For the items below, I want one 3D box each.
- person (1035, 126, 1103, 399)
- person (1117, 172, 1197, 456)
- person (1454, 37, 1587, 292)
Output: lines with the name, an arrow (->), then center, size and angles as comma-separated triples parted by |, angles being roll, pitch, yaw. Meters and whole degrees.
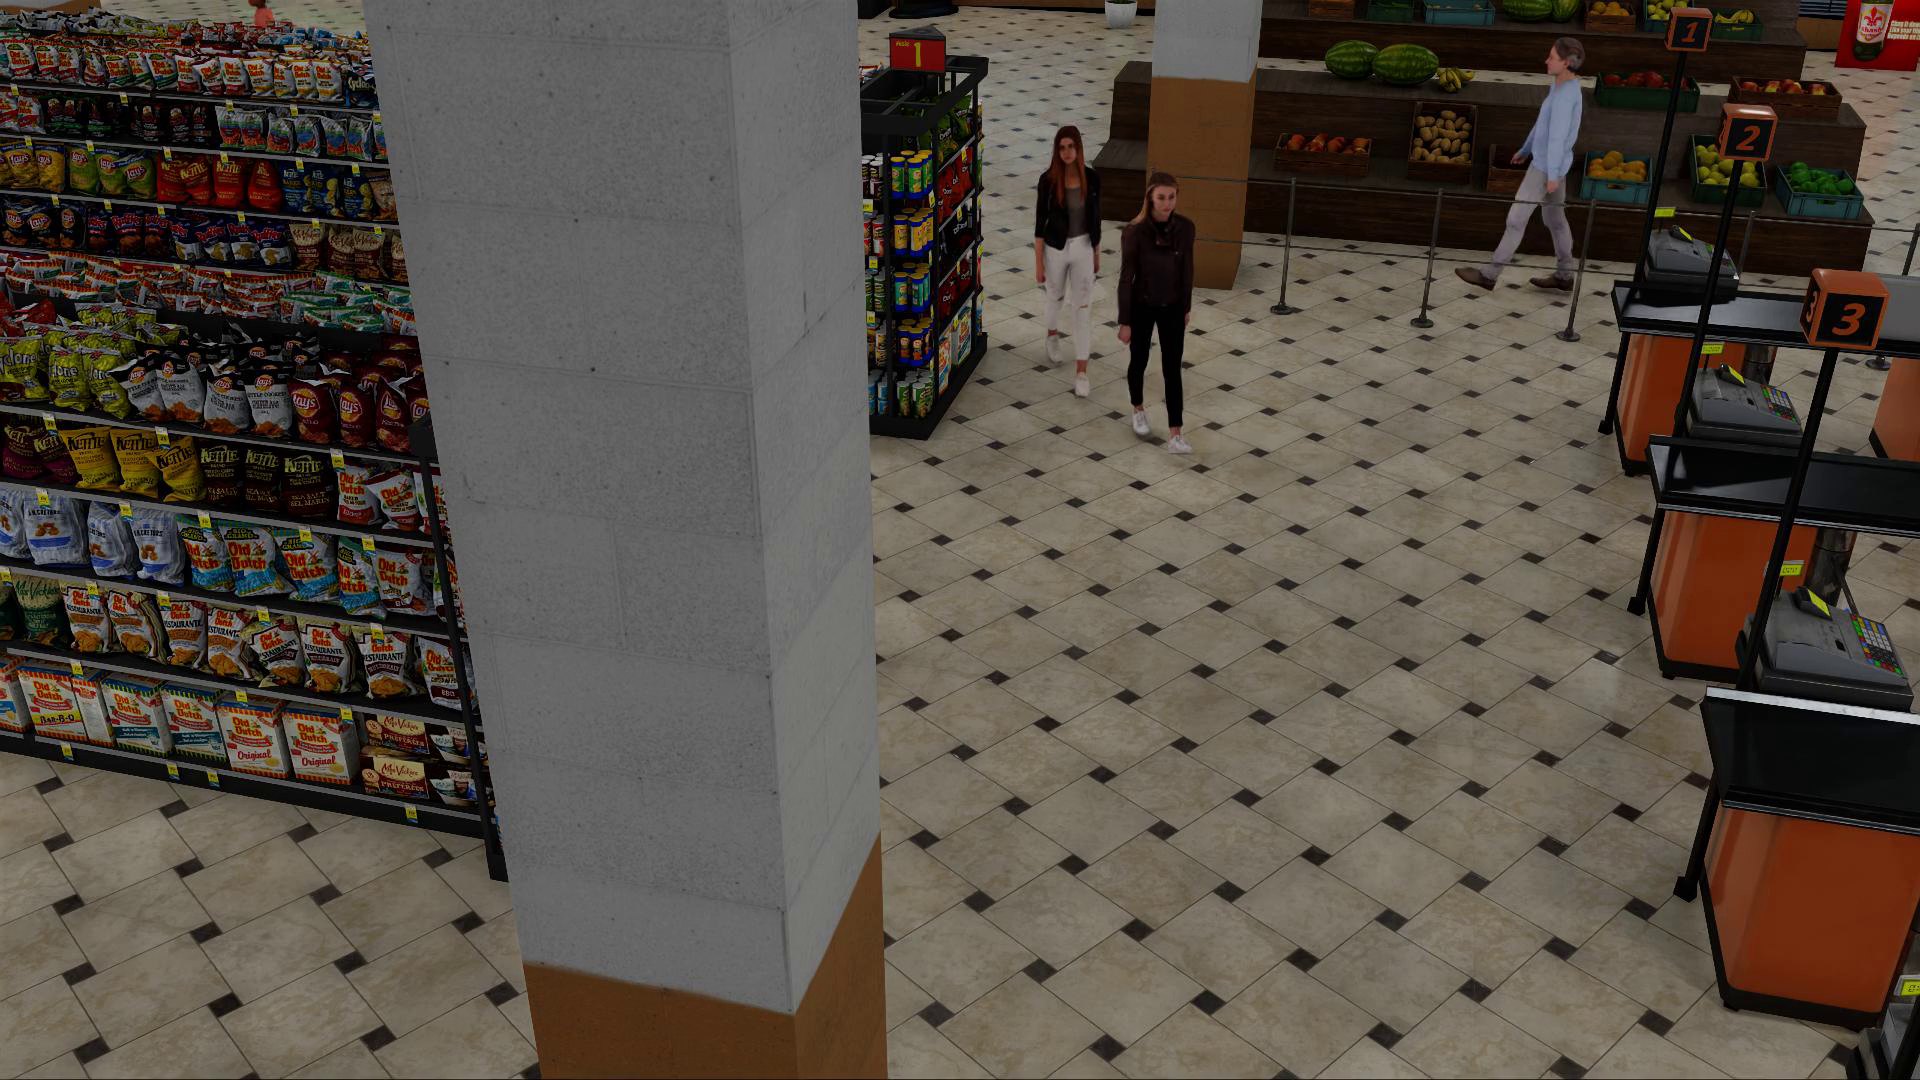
person -> 0.671, -1.839, 10.750 | 1.141, 1.658, 0.927 | -3, 29, -6
person -> 1.133, -1.376, 9.889 | 1.047, 1.670, 0.970 | -5, 29, -9
person -> 4.352, -2.678, 12.078 | 1.118, 1.858, 0.763 | 11, 31, 20
